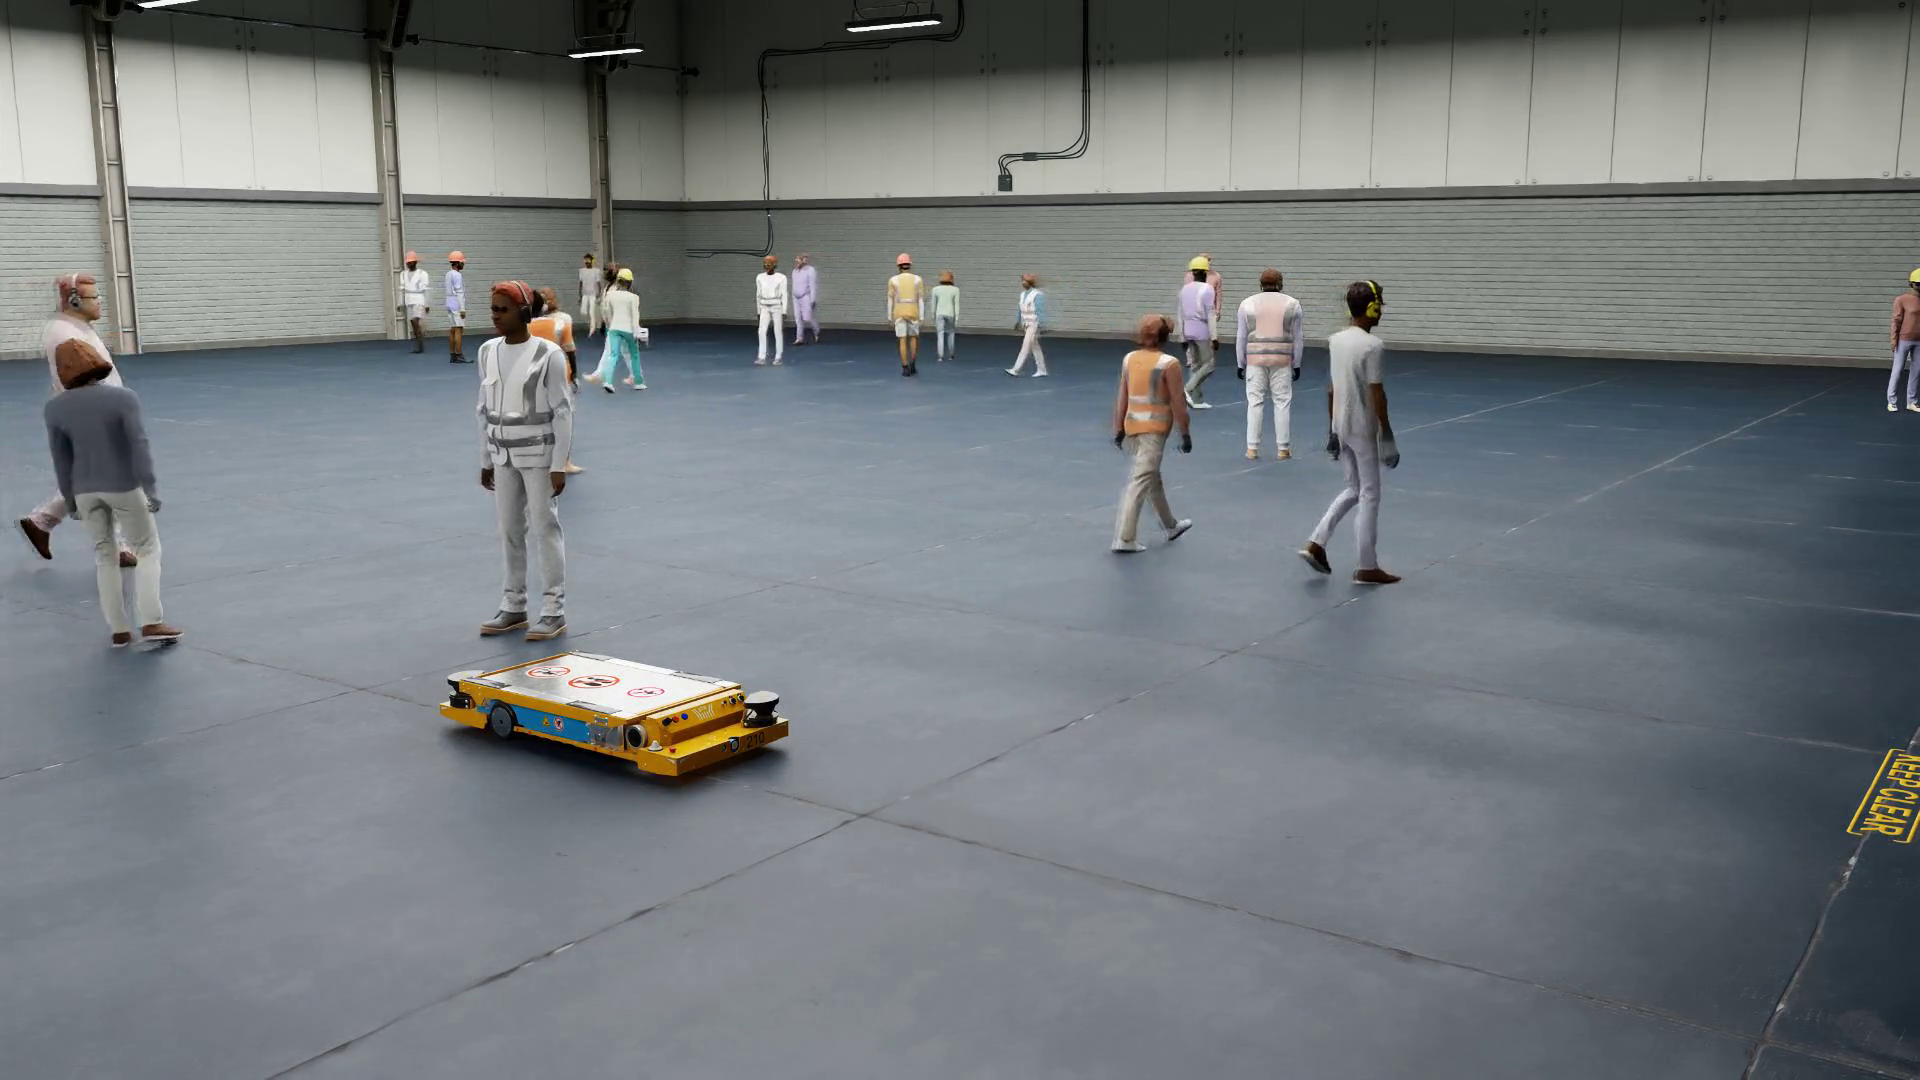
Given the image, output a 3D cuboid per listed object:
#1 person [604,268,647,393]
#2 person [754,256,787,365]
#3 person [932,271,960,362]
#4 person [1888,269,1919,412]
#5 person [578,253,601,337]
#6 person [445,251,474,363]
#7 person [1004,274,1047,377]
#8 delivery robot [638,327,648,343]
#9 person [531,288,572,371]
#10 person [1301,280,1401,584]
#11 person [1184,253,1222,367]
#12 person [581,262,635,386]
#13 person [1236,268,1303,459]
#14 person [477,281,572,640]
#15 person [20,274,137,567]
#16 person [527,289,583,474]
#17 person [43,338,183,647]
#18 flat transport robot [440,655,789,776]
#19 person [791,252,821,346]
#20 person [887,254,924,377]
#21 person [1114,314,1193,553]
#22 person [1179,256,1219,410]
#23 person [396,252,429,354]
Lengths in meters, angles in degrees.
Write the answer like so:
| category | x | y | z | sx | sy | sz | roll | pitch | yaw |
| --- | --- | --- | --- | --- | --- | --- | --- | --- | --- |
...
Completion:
| category | x | y | z | sx | sy | sz | roll | pitch | yaw |
| --- | --- | --- | --- | --- | --- | --- | --- | --- | --- |
| person | -4.717 | -2.931 | 23.272 | 0.522 | 1.727 | 0.885 | 3 | 10 | 14 |
| person | -3.225 | -3.872 | 28.180 | 0.602 | 1.850 | 0.846 | 3 | 11 | 16 |
| person | -0.248 | -3.952 | 29.387 | 0.500 | 1.588 | 0.858 | 1 | 10 | 3 |
| person | 11.750 | -2.453 | 20.499 | 0.533 | 1.767 | 0.325 | 0 | 10 | 1 |
| person | -8.219 | -5.418 | 36.859 | 0.546 | 1.855 | 0.427 | 2 | 10 | 10 |
| person | -8.713 | -4.032 | 28.861 | 0.373 | 1.939 | 0.545 | -7 | 12 | -35 |
| person | 1.007 | -3.294 | 25.666 | 0.849 | 1.590 | 0.547 | -5 | 11 | -26 |
| delivery robot | -6.327 | -3.978 | 32.170 | 0.477 | 0.478 | 0.707 | 3 | 11 | 18 |
| person | -4.362 | -1.858 | 17.637 | 0.502 | 1.600 | 0.795 | 0 | 10 | -1 |
| person | 2.437 | -0.640 | 10.077 | 0.535 | 1.859 | 0.551 | -3 | 11 | -18 |
| person | 4.072 | -3.848 | 27.932 | 0.643 | 1.905 | 0.399 | 1 | 10 | 3 |
| person | -5.129 | -3.163 | 24.404 | 0.959 | 1.789 | 0.646 | -5 | 11 | -28 |
| person | 2.986 | -1.698 | 16.067 | 0.630 | 1.840 | 0.429 | 2 | 10 | 11 |
| person | -2.296 | -0.412 | 8.742 | 0.575 | 1.881 | 0.356 | 5 | 11 | 27 |
| person | -5.607 | -0.742 | 10.574 | 0.687 | 1.882 | 0.654 | -4 | 11 | -23 |
| person | -3.704 | -1.403 | 14.904 | 0.613 | 1.671 | 0.324 | -2 | 10 | -9 |
| person | -4.393 | -0.241 | 8.573 | 0.587 | 1.594 | 0.329 | 0 | 10 | 1 |
| flat transport robot | -1.478 | 0.700 | 7.023 | 1.431 | 0.197 | 0.652 | 7 | 12 | 35 |
| person | -3.168 | -4.907 | 33.878 | 0.664 | 1.892 | 0.593 | 8 | 13 | 38 |
| person | -0.868 | -3.538 | 26.169 | 0.561 | 1.901 | 0.861 | -2 | 10 | -9 |
| person | 1.346 | -0.724 | 11.294 | 0.856 | 1.593 | 0.539 | -7 | 12 | -36 |
| person | 2.945 | -2.546 | 20.600 | 0.614 | 1.912 | 0.642 | -6 | 12 | -32 |
| person | -10.320 | -4.457 | 31.323 | 0.564 | 1.914 | 0.684 | 3 | 11 | 18 |
